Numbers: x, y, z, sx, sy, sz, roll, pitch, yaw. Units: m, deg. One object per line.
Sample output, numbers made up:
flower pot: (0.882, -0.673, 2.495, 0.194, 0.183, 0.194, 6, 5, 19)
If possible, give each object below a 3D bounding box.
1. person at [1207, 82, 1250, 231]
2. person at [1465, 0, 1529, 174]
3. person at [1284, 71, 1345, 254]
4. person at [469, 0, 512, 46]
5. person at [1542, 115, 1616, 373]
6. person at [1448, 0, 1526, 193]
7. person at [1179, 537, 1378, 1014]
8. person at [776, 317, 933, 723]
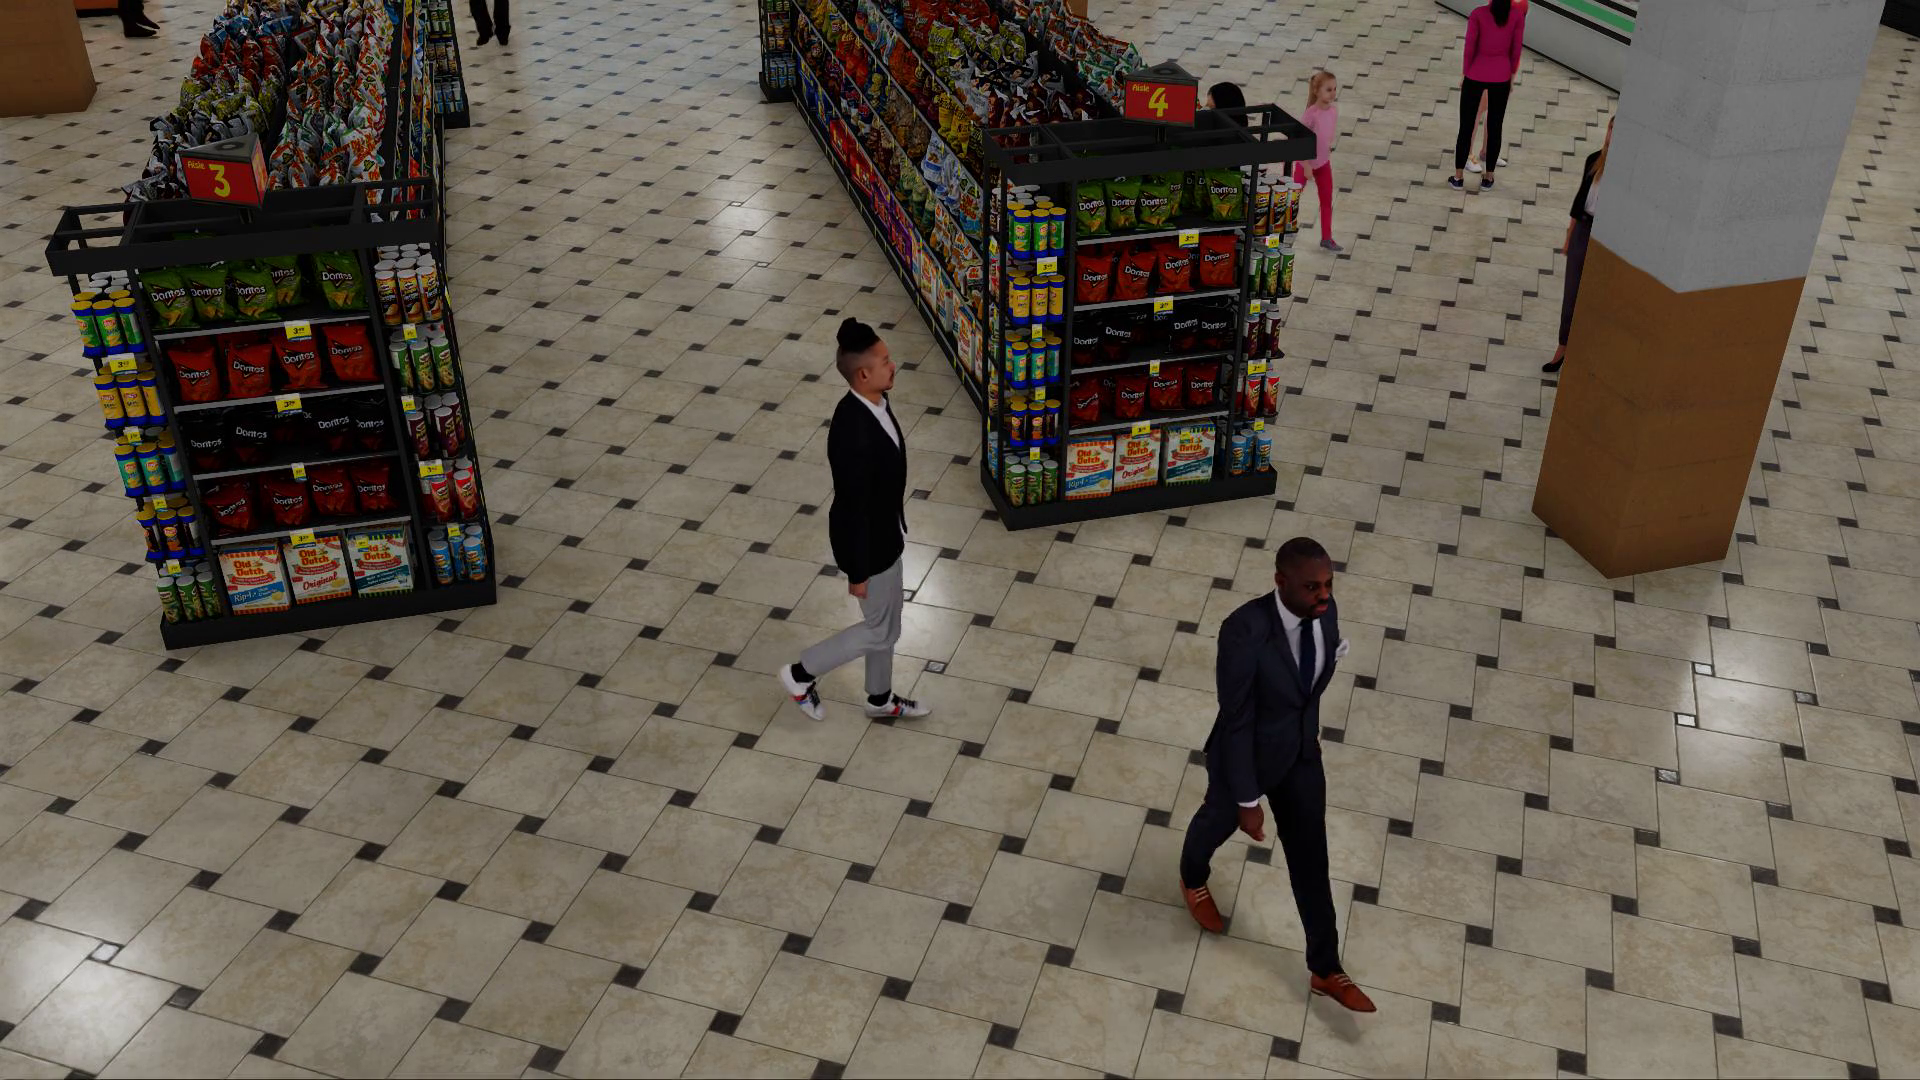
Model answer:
person: (1.580, -1.974, 10.242, 0.679, 1.707, 0.508, -12, 34, -19)
person: (4.266, -3.825, 13.174, 0.631, 1.752, 0.646, -19, 36, -27)
person: (2.472, -2.708, 11.855, 0.609, 1.249, 0.940, -16, 35, -23)
person: (-4.580, -5.665, 16.058, 0.779, 1.830, 0.877, -12, 34, -18)
person: (3.804, -1.731, 9.884, 0.726, 1.671, 0.582, -21, 37, -30)
person: (4.042, -3.523, 12.738, 0.666, 1.699, 0.687, 4, 32, 7)
person: (1.004, 0.736, 5.817, 0.896, 1.780, 1.258, -16, 35, -24)
person: (-0.470, -0.032, 6.903, 0.937, 1.938, 0.950, 2, 32, 3)
